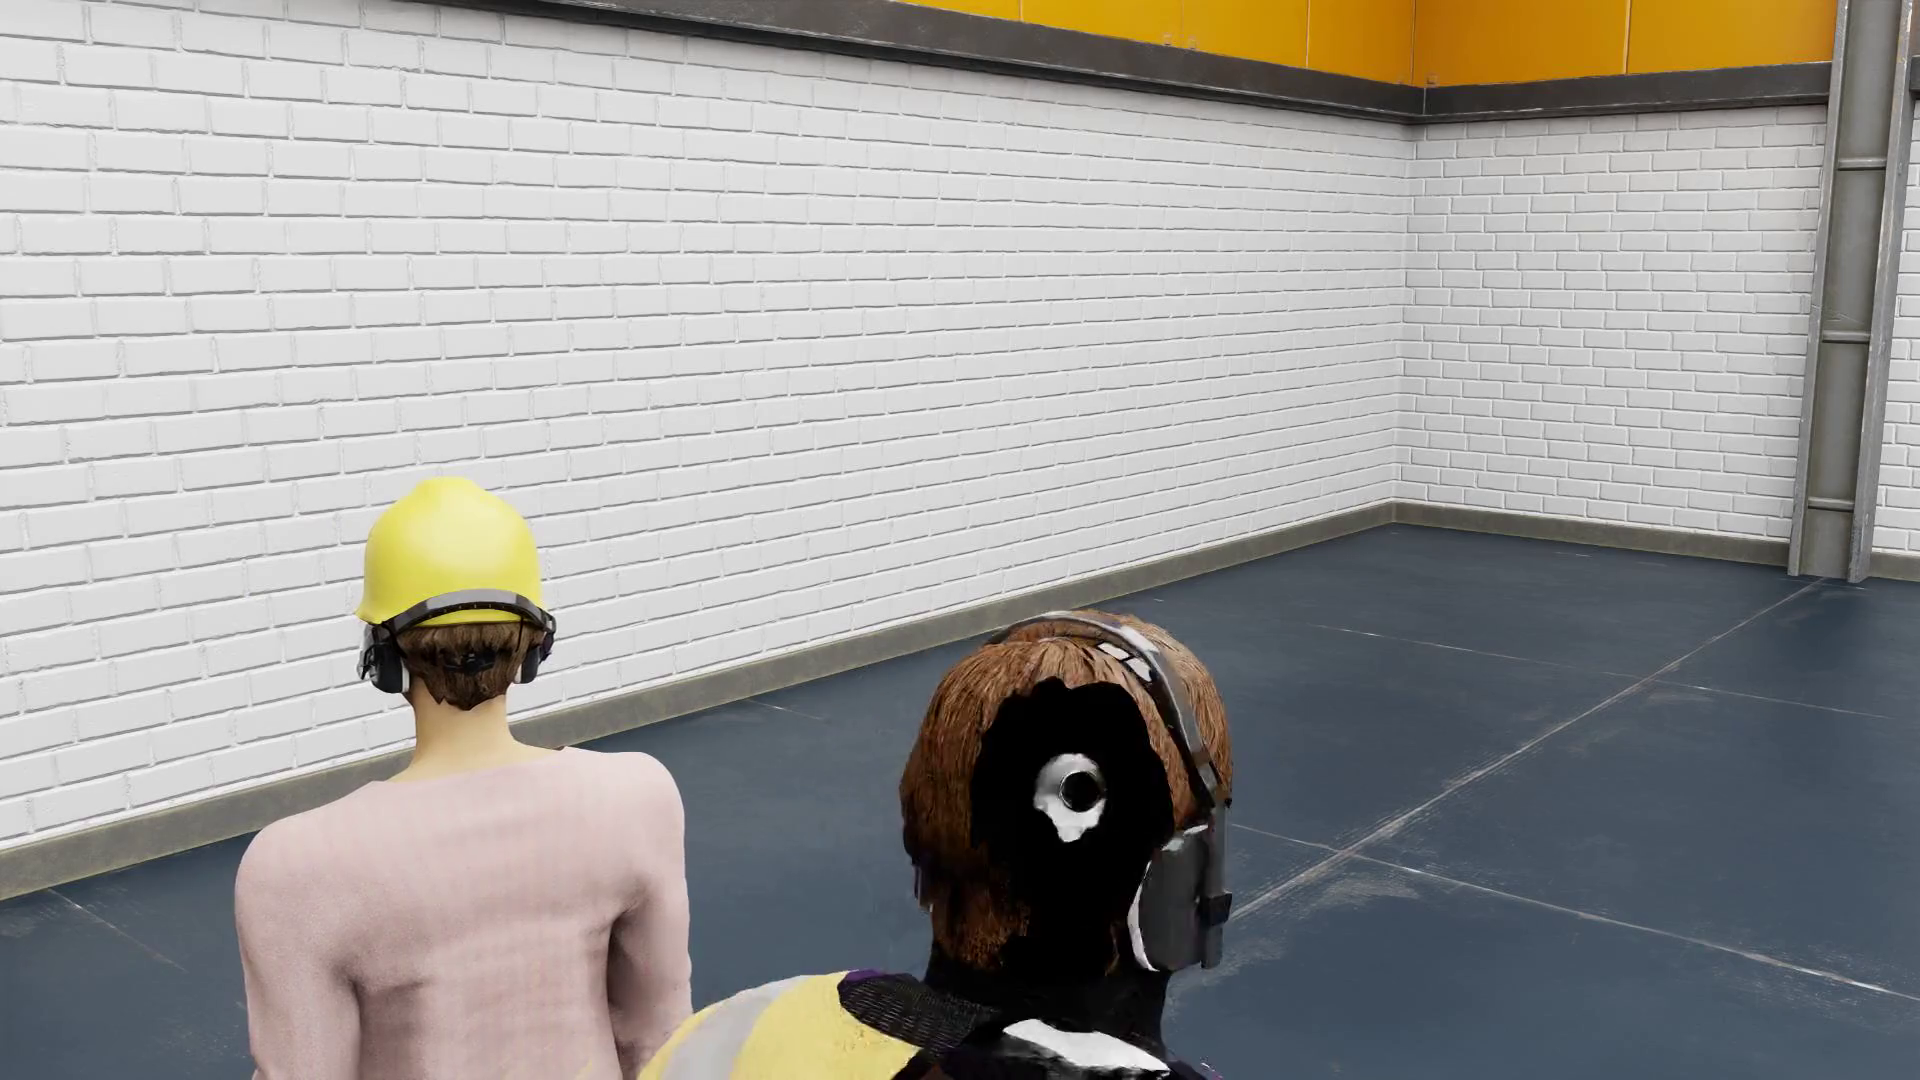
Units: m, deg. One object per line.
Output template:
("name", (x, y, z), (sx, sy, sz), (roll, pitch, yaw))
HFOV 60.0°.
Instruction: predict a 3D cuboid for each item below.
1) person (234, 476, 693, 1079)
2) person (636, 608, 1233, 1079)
("person", (-0.563, 0.805, 1.980), (0.533, 1.767, 0.327), (-7, 12, -37))
("person", (0.066, 0.931, 1.224), (0.642, 1.784, 0.968), (6, 12, 31))
